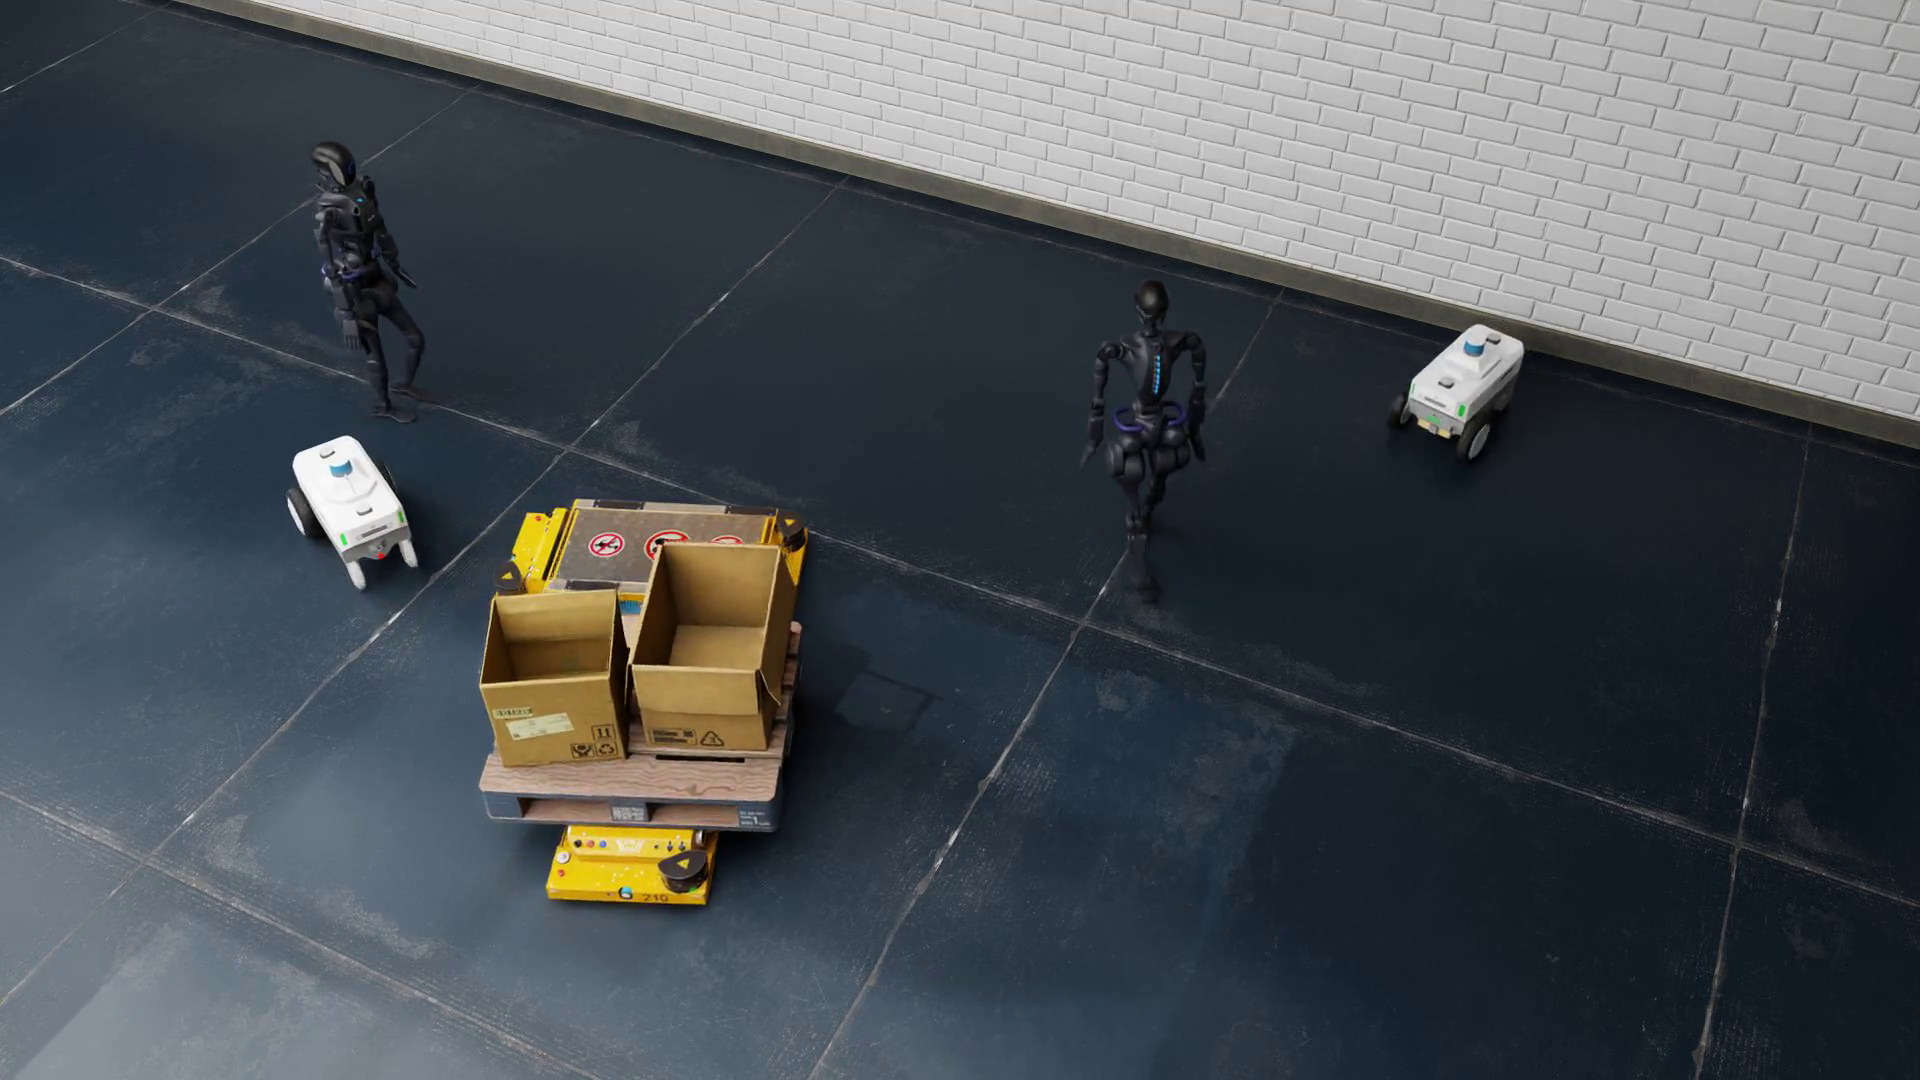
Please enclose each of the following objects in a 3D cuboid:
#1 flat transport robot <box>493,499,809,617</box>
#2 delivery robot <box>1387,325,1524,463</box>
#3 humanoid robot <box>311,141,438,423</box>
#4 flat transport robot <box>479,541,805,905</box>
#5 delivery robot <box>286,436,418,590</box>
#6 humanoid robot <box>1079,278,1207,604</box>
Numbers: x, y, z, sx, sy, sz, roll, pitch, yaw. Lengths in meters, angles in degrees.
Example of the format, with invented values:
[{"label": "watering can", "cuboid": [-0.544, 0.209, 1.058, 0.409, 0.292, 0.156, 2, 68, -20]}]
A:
[{"label": "flat transport robot", "cuboid": [-1.497, 0.113, 8.133, 1.431, 0.231, 0.659, 3, 43, 3]}, {"label": "delivery robot", "cuboid": [2.696, -0.816, 8.939, 0.499, 0.613, 0.807, 31, 51, 29]}, {"label": "humanoid robot", "cuboid": [-3.080, -1.313, 8.633, 0.311, 1.647, 0.607, 8, 43, 9]}, {"label": "flat transport robot", "cuboid": [-1.317, 0.936, 7.245, 0.659, 0.231, 1.431, 2, 43, 2]}, {"label": "delivery robot", "cuboid": [-3.013, -0.178, 8.245, 0.499, 0.606, 0.807, -25, 49, -25]}, {"label": "humanoid robot", "cuboid": [0.853, -0.511, 7.790, 0.612, 1.635, 0.706, -9, 44, -9]}]
